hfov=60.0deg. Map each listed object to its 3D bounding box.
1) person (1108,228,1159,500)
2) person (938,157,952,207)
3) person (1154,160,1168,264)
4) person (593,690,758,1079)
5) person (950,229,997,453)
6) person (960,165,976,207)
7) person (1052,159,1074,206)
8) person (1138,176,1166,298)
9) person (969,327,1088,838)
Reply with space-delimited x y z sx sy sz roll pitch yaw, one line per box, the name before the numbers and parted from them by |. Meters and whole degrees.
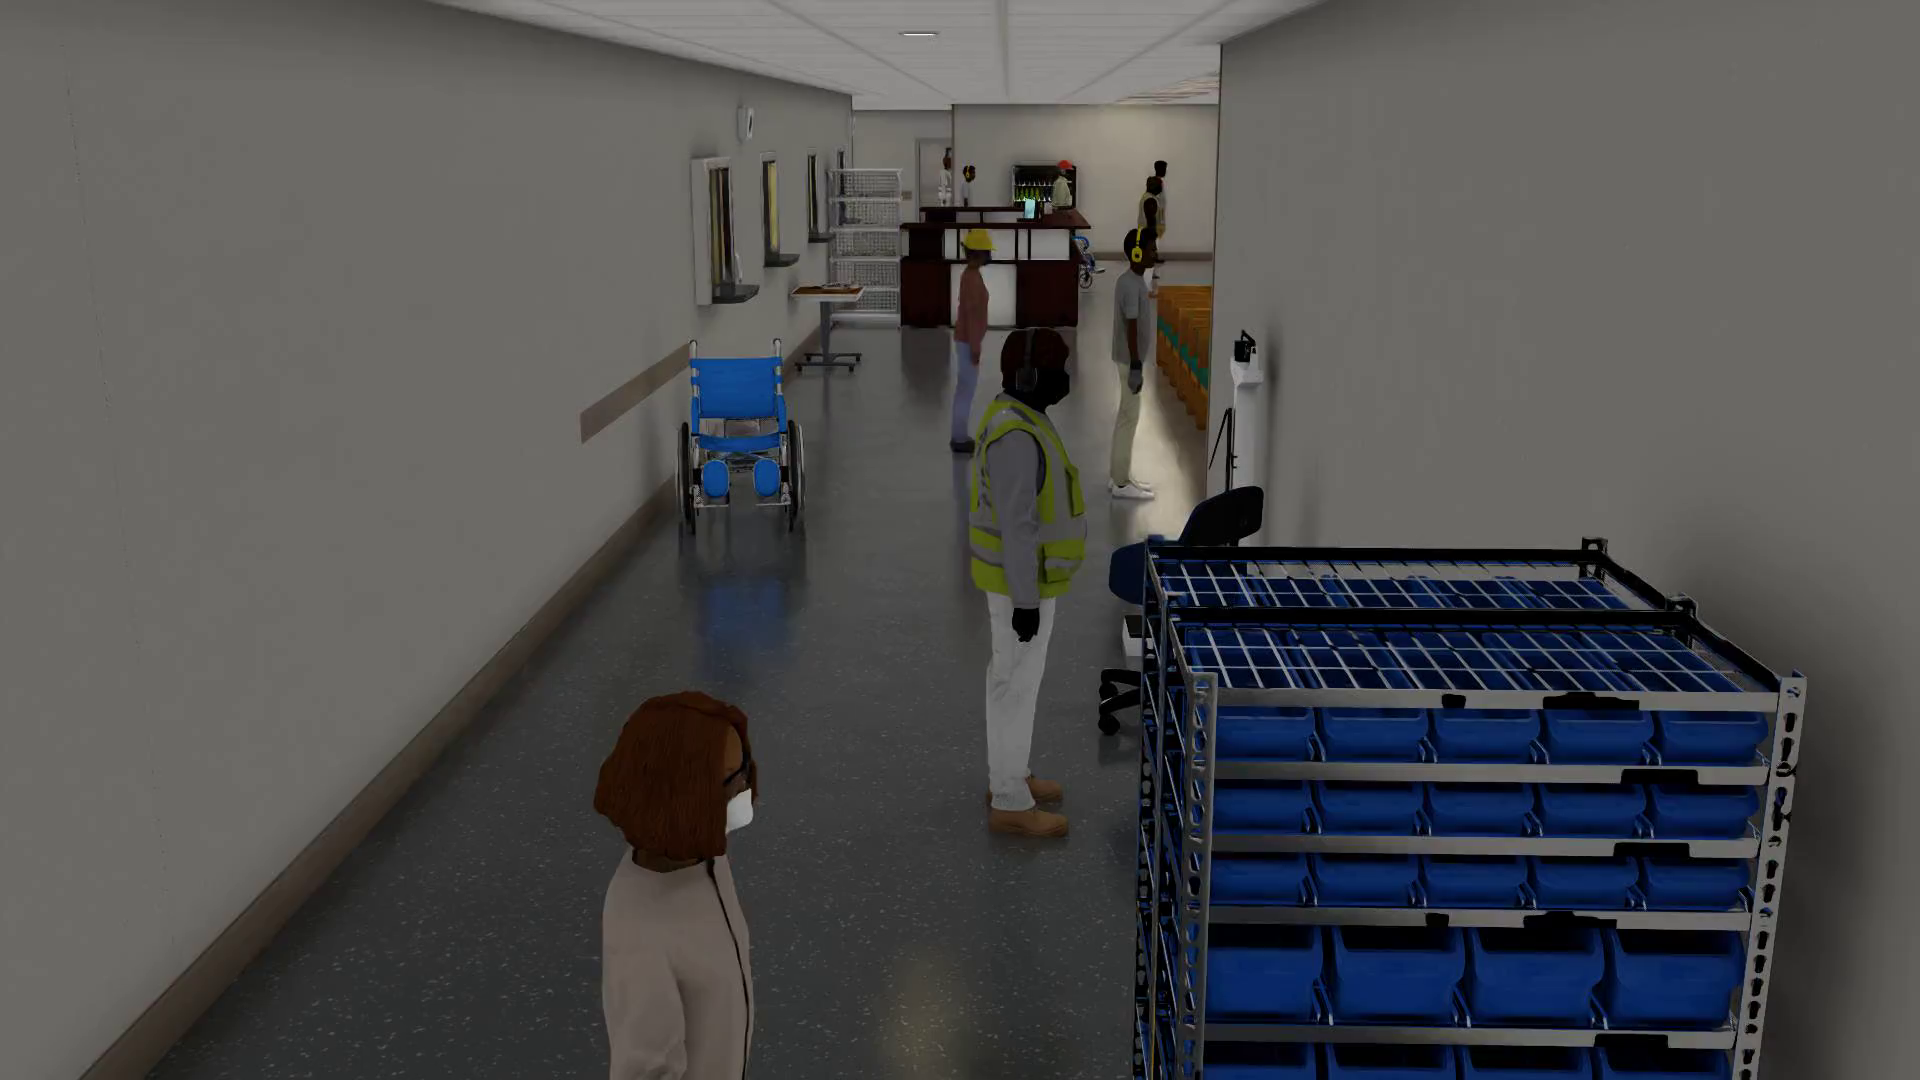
person | 1.206 -1.221 11.541 0.310 1.868 0.533 0 14 2
person | -0.363 -8.455 40.899 0.385 1.877 0.610 2 14 10
person | 3.775 -6.273 31.840 0.368 1.961 0.613 0 14 2
person | -0.468 1.037 2.856 0.266 1.631 0.507 0 14 2
person | 0.110 -1.571 13.220 0.380 1.752 0.569 -1 14 -4
person | 0.149 -6.171 31.628 0.310 1.868 0.533 0 14 2
person | 1.895 -5.977 30.579 0.396 1.992 0.622 0 14 2
person | 2.940 -4.647 25.502 0.429 1.841 0.633 0 14 2
person | 0.247 0.146 6.047 0.429 1.841 0.633 0 14 2
